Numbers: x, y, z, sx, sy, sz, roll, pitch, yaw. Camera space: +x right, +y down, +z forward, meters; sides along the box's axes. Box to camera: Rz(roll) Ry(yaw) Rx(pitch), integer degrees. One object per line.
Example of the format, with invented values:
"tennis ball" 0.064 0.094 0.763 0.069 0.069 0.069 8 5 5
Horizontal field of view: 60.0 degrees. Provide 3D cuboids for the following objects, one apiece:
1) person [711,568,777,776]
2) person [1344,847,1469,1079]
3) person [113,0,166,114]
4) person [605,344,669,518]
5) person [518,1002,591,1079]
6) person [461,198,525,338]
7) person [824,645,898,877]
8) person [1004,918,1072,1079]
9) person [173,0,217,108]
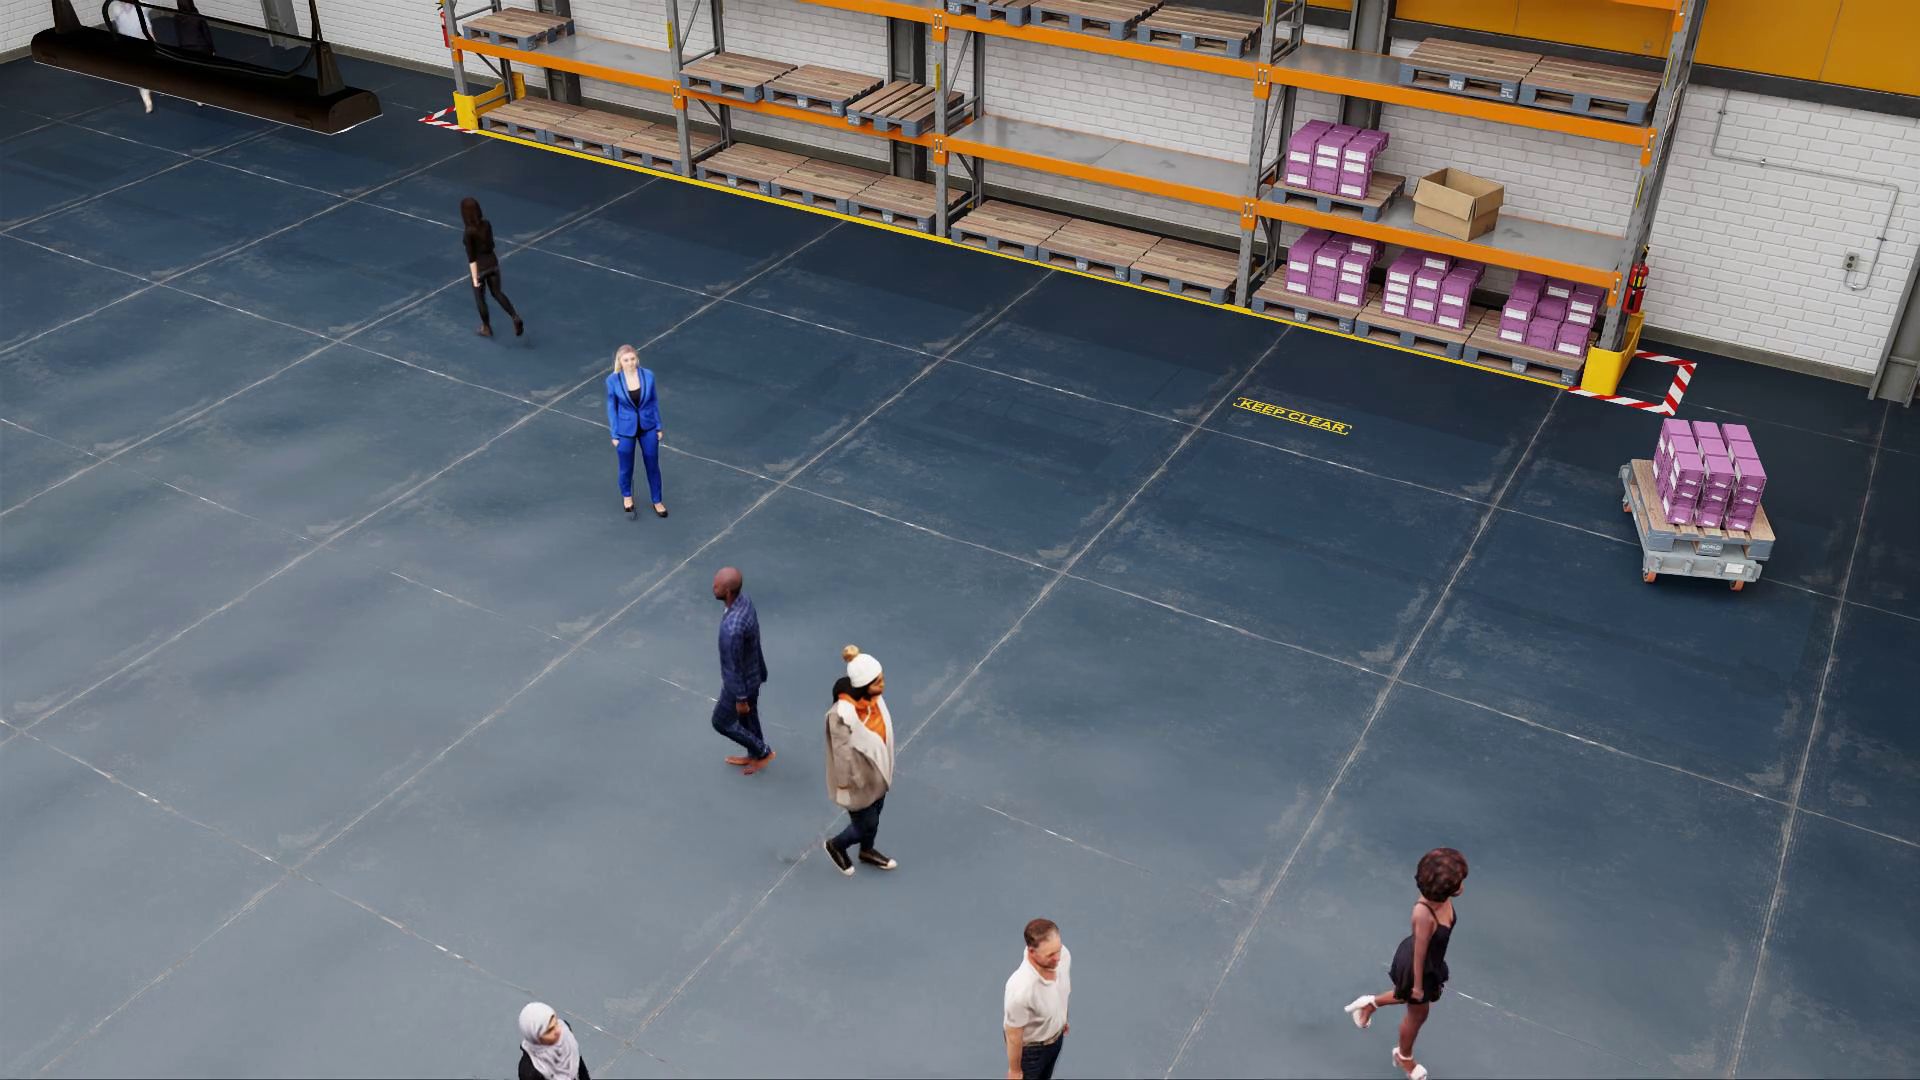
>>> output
"person" -1.499 0.970 12.005 0.842 1.805 0.814 0 34 0
"person" 2.619 2.480 9.762 0.774 1.775 0.544 17 37 24
"person" -11.982 -7.230 24.320 0.977 1.830 1.049 -8 34 -12
"person" -2.951 -1.012 15.064 0.802 1.721 0.864 -15 36 -21
"person" -2.236 3.081 8.889 1.220 1.741 0.839 8 34 12
"person" -5.084 -2.910 18.006 0.922 1.625 0.614 20 39 28
"person" -0.735 1.489 11.153 0.757 1.885 0.748 14 36 20
"person" 0.403 2.764 9.264 0.620 1.853 0.704 25 41 33
"person" -11.227 -7.200 24.471 0.751 1.614 0.821 -6 34 -8
